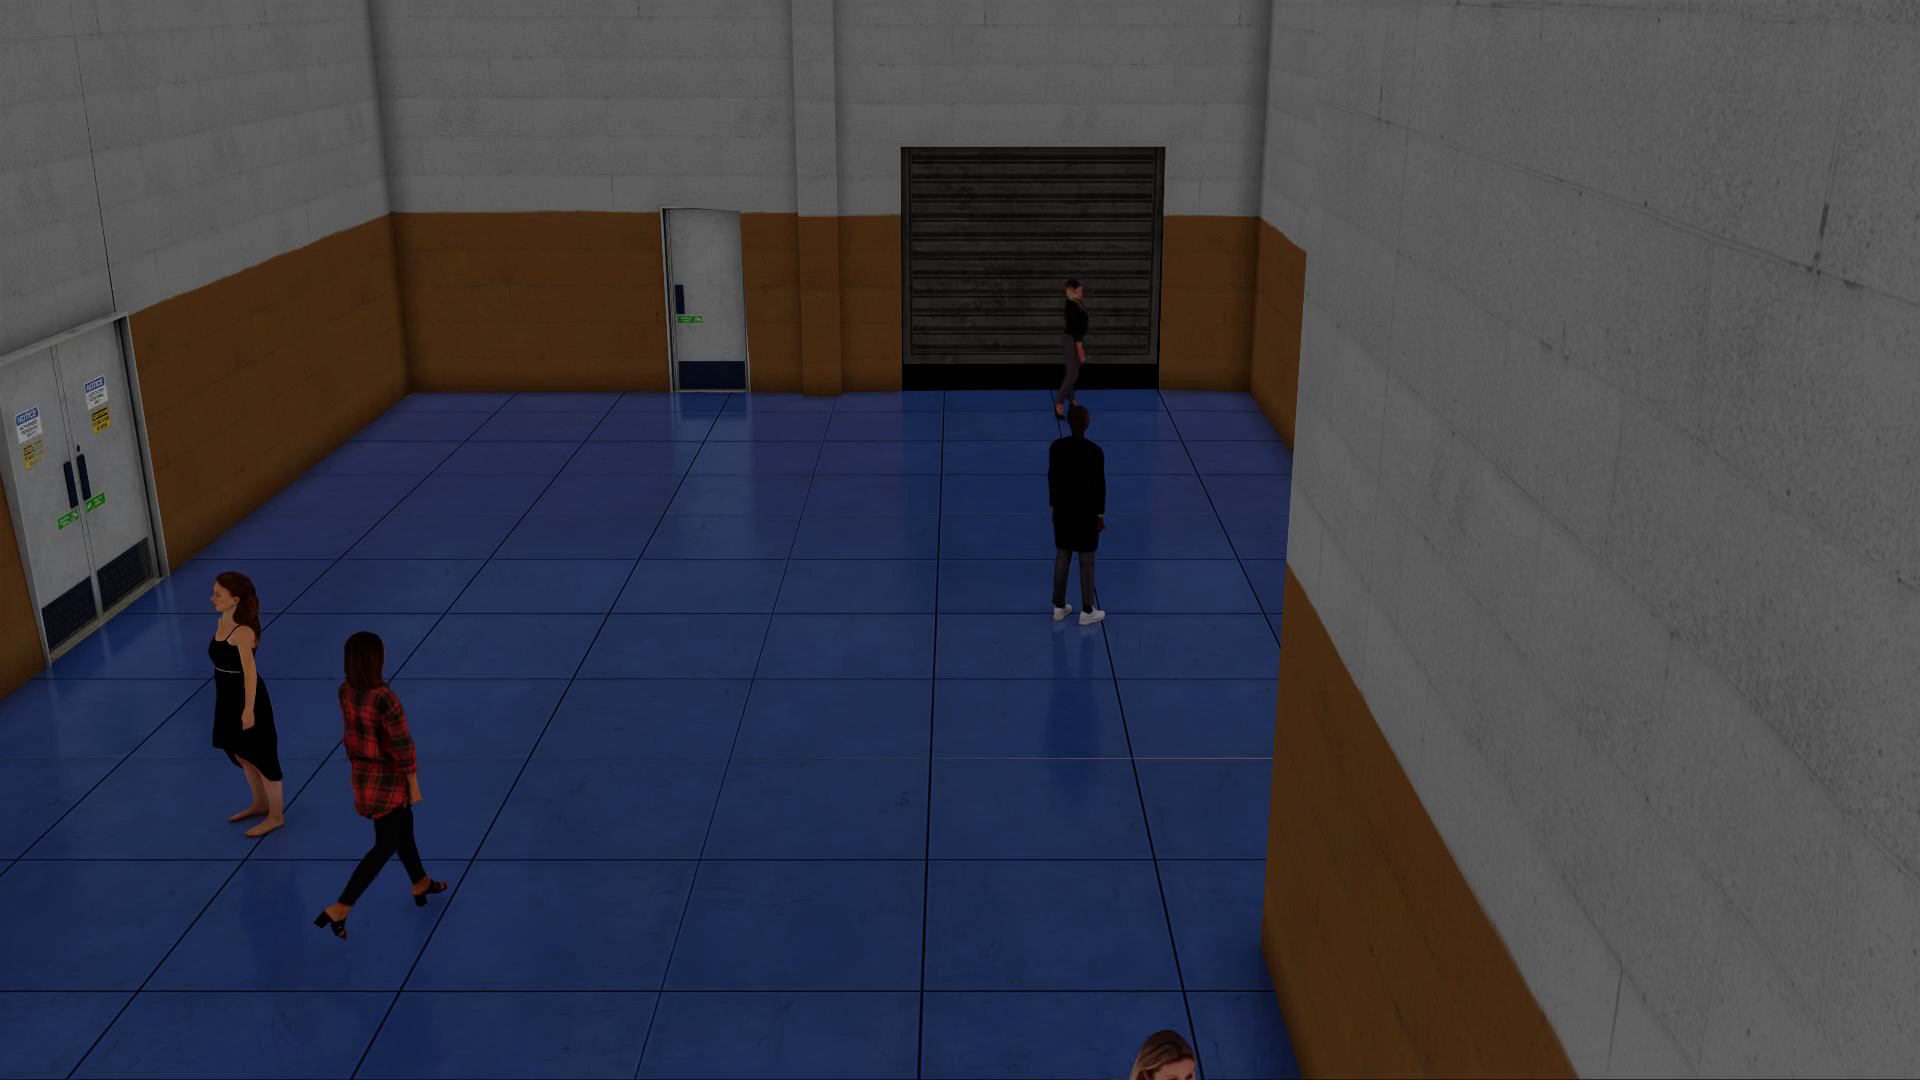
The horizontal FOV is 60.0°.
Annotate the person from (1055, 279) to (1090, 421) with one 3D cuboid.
[{"bbox_3d":[1.307,-2.242,19.365,0.667,1.642,0.724,-7,20,-20],"label":"person"}]

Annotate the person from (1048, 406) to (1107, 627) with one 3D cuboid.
[{"bbox_3d":[0.908,-0.202,13.129,0.685,1.761,0.790,12,22,31],"label":"person"}]

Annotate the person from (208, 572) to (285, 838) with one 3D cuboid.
[{"bbox_3d":[-4.249,0.959,9.899,0.734,1.625,0.679,-16,24,-39],"label":"person"}]

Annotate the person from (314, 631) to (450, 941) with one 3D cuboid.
[{"bbox_3d":[-3.109,1.316,8.764,1.115,1.674,1.069,12,22,32],"label":"person"}]
